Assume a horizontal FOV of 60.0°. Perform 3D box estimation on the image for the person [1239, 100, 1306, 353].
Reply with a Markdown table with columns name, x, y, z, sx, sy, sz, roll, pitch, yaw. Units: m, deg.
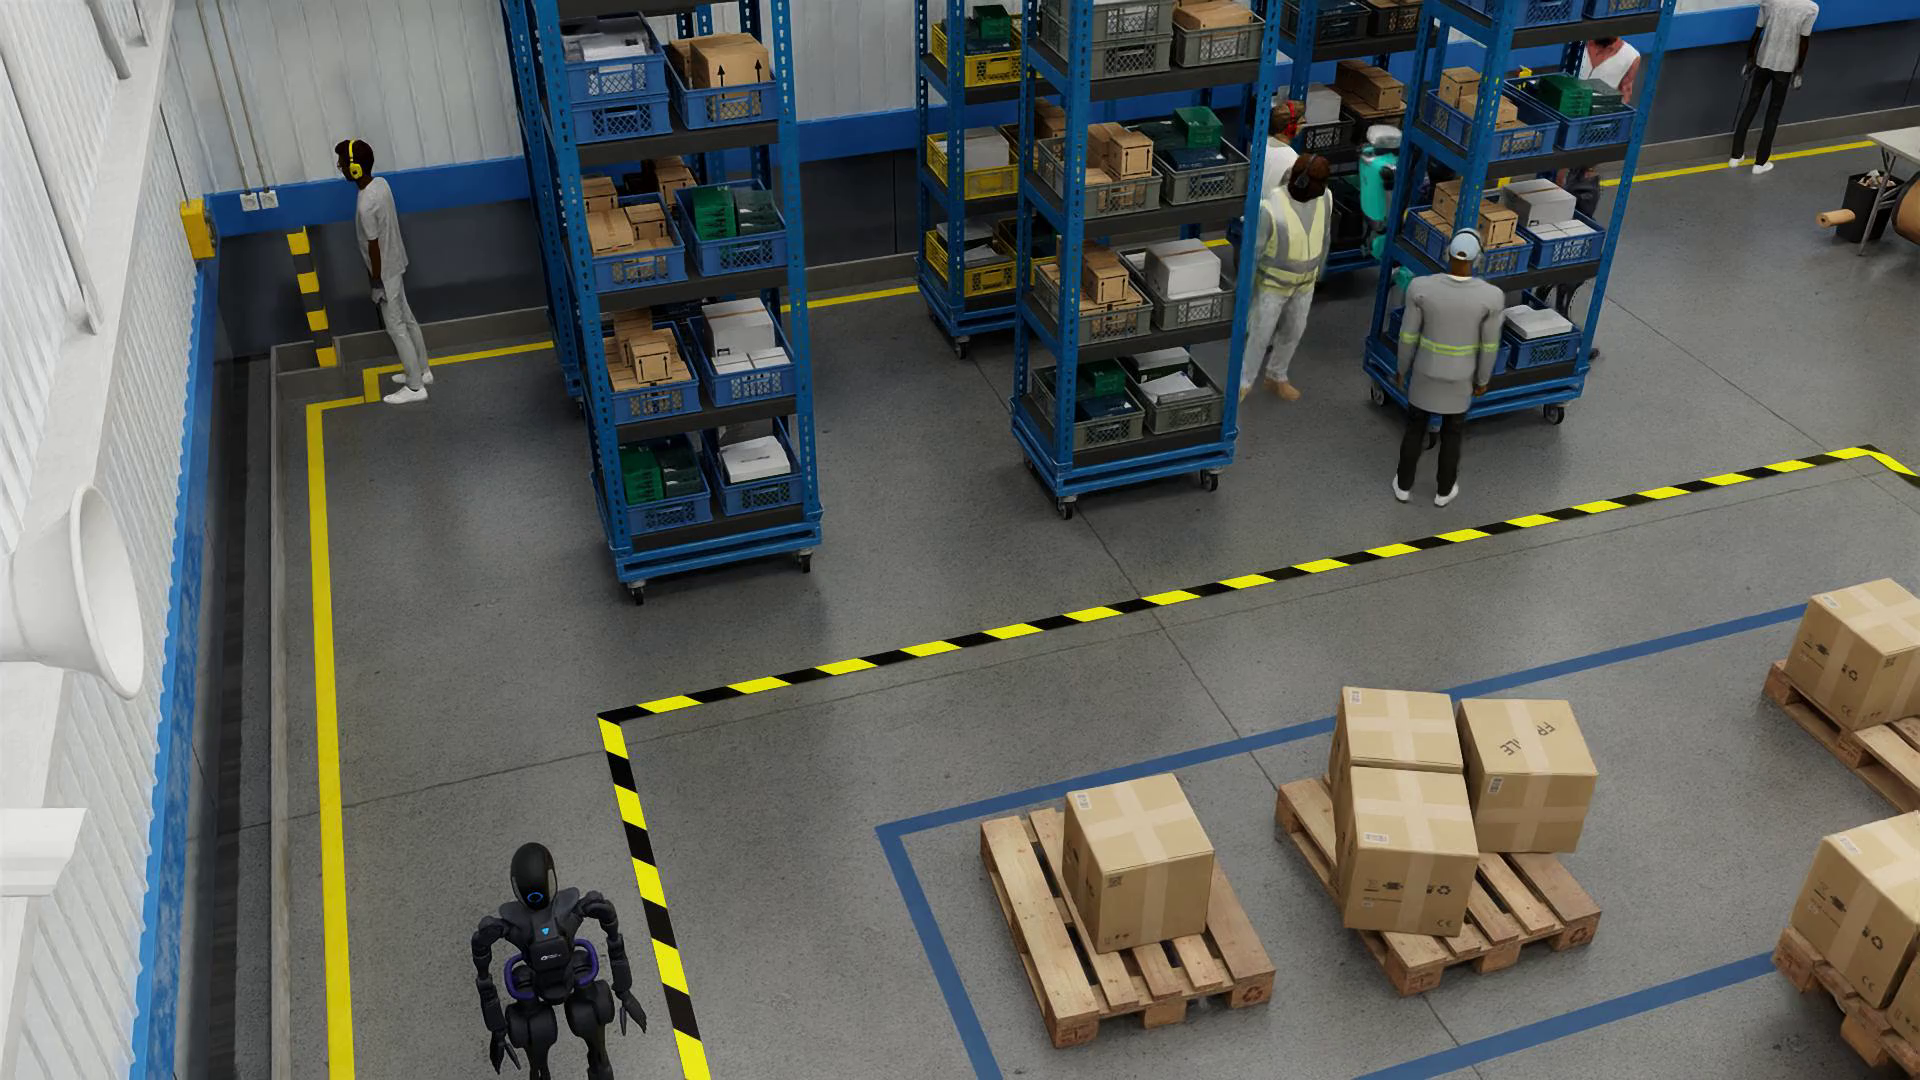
| name | x | y | z | sx | sy | sz | roll | pitch | yaw |
| --- | --- | --- | --- | --- | --- | --- | --- | --- | --- |
| person | 2.209 | -2.222 | 11.836 | 0.392 | 1.847 | 0.563 | -13 | 37 | -18 |

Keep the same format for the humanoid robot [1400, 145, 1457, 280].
| name | x | y | z | sx | sy | sz | roll | pitch | yaw |
| --- | --- | --- | --- | --- | --- | --- | --- | --- | --- |
| humanoid robot | 3.476 | -2.383 | 12.201 | 0.318 | 1.649 | 0.611 | -29 | 45 | -35 |

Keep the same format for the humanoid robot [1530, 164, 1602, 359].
| name | x | y | z | sx | sy | sz | roll | pitch | yaw |
| --- | --- | --- | --- | --- | --- | --- | --- | --- | --- |
| humanoid robot | 4.305 | -2.007 | 11.716 | 0.620 | 1.654 | 0.612 | 0 | 35 | 0 |

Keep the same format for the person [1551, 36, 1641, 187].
| name | x | y | z | sx | sy | sz | roll | pitch | yaw |
| --- | --- | --- | --- | --- | --- | --- | --- | --- | --- |
| person | 5.056 | -3.400 | 13.459 | 0.624 | 1.910 | 0.434 | 24 | 42 | 30 |

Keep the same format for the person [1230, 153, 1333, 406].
| name | x | y | z | sx | sy | sz | roll | pitch | yaw |
| --- | --- | --- | --- | --- | --- | --- | --- | --- | --- |
| person | 2.180 | -1.735 | 11.167 | 0.664 | 1.823 | 0.432 | -16 | 38 | -21 |

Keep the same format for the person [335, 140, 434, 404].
| name | x | y | z | sx | sy | sz | roll | pitch | yaw |
| --- | --- | --- | --- | --- | --- | --- | --- | --- | --- |
| person | -3.889 | -1.810 | 11.242 | 0.313 | 1.864 | 0.506 | -3 | 35 | -4 |

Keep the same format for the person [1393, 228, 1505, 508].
| name | x | y | z | sx | sy | sz | roll | pitch | yaw |
| --- | --- | --- | --- | --- | --- | --- | --- | --- | --- |
| person | 2.957 | -1.046 | 10.164 | 0.587 | 1.853 | 0.387 | 12 | 37 | 17 |

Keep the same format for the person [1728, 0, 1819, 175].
| name | x | y | z | sx | sy | sz | roll | pitch | yaw |
| --- | --- | --- | --- | --- | --- | --- | --- | --- | --- |
| person | 7.119 | -4.127 | 14.532 | 0.335 | 1.857 | 0.513 | -29 | 45 | -35 |

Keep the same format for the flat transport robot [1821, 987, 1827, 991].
| name | x | y | z | sx | sy | sz | roll | pitch | yaw |
| --- | --- | --- | --- | --- | --- | --- | --- | --- | --- |
| flat transport robot | 4.269 | 2.090 | 7.068 | 0.652 | 0.197 | 1.431 | -11 | 37 | -15 |

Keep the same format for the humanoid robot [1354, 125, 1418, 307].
| name | x | y | z | sx | sy | sz | roll | pitch | yaw |
| --- | --- | --- | --- | --- | --- | --- | --- | --- | --- |
| humanoid robot | 3.128 | -2.077 | 11.748 | 0.822 | 1.785 | 0.548 | -8 | 36 | -11 |

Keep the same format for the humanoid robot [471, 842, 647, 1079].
| name | x | y | z | sx | sy | sz | roll | pitch | yaw |
| --- | --- | --- | --- | --- | --- | --- | --- | --- | --- |
| humanoid robot | -1.511 | 1.766 | 6.317 | 0.599 | 1.657 | 0.315 | -12 | 37 | -17 |
